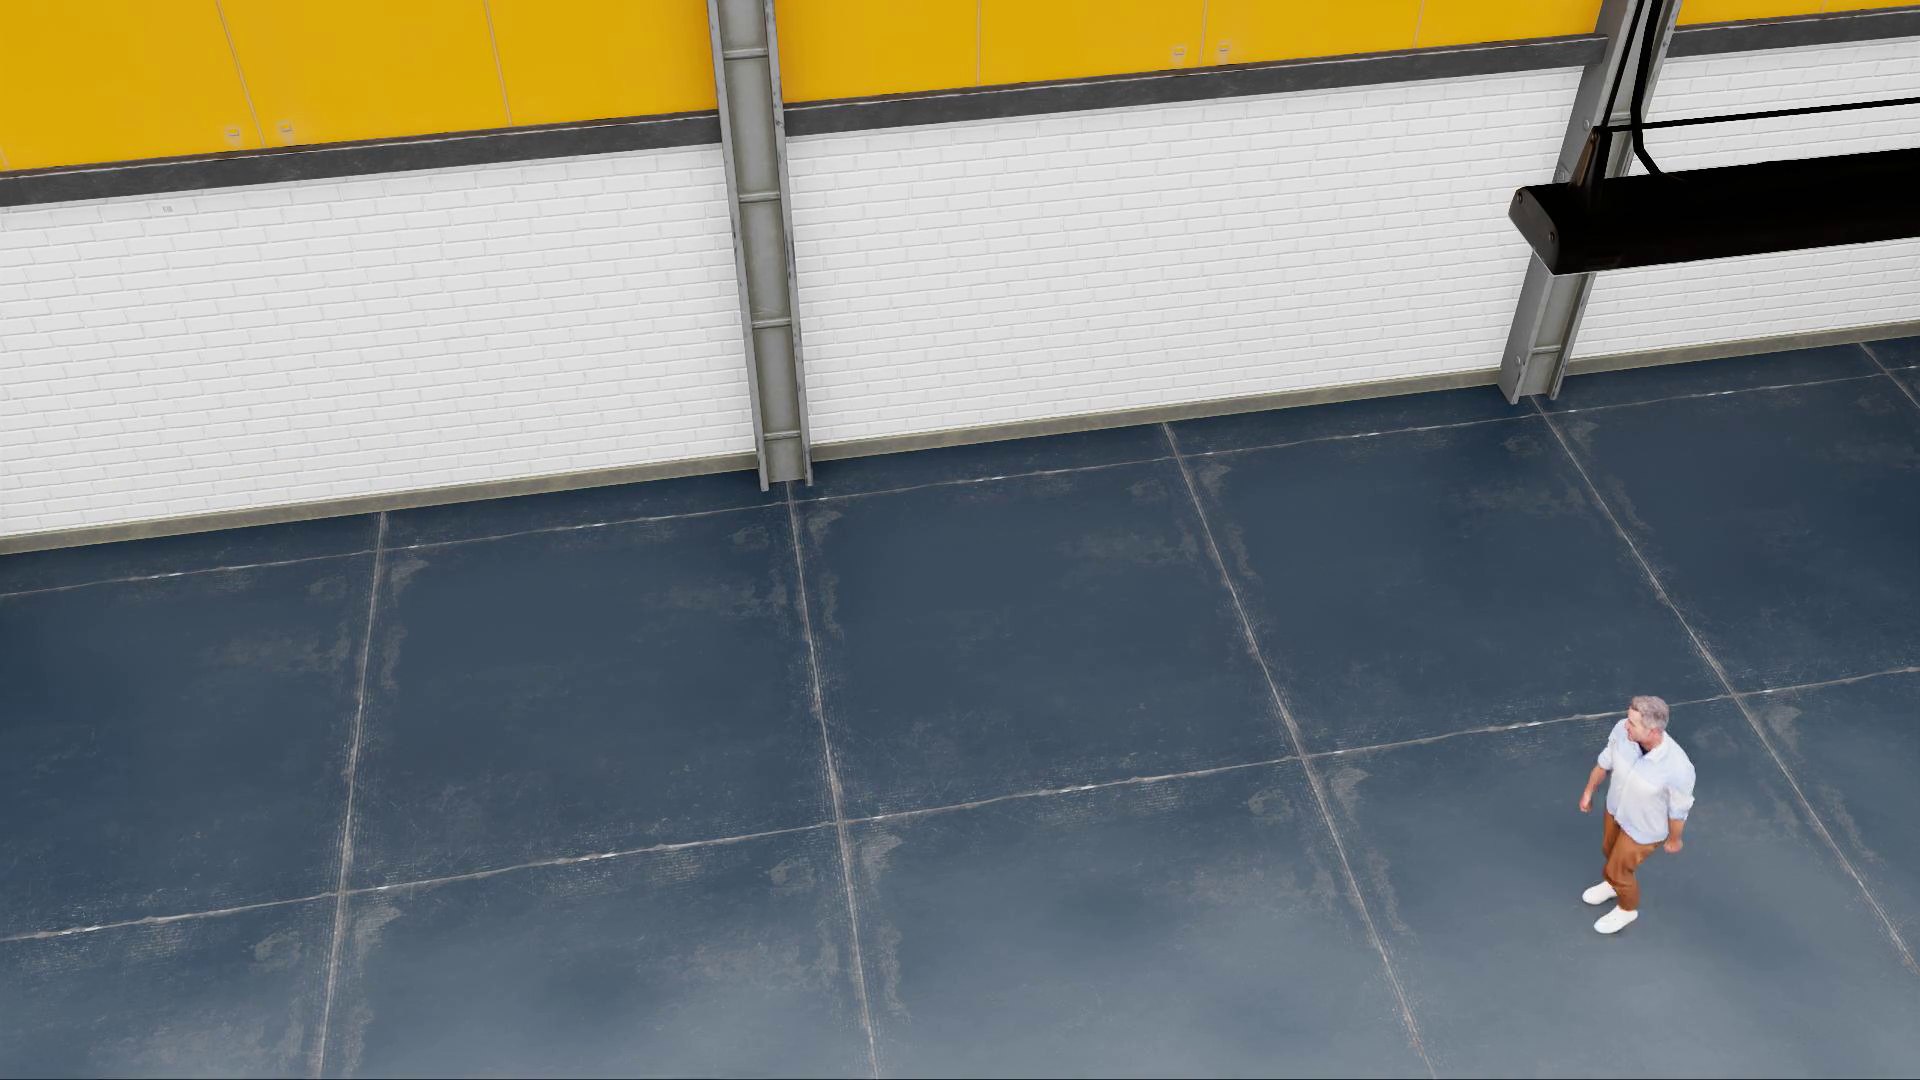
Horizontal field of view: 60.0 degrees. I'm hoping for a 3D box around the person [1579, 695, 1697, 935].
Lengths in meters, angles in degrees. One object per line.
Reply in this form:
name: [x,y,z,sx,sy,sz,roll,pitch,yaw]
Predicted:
person: [3.828,1.517,9.272,0.759,1.786,0.768,-24,49,-23]
